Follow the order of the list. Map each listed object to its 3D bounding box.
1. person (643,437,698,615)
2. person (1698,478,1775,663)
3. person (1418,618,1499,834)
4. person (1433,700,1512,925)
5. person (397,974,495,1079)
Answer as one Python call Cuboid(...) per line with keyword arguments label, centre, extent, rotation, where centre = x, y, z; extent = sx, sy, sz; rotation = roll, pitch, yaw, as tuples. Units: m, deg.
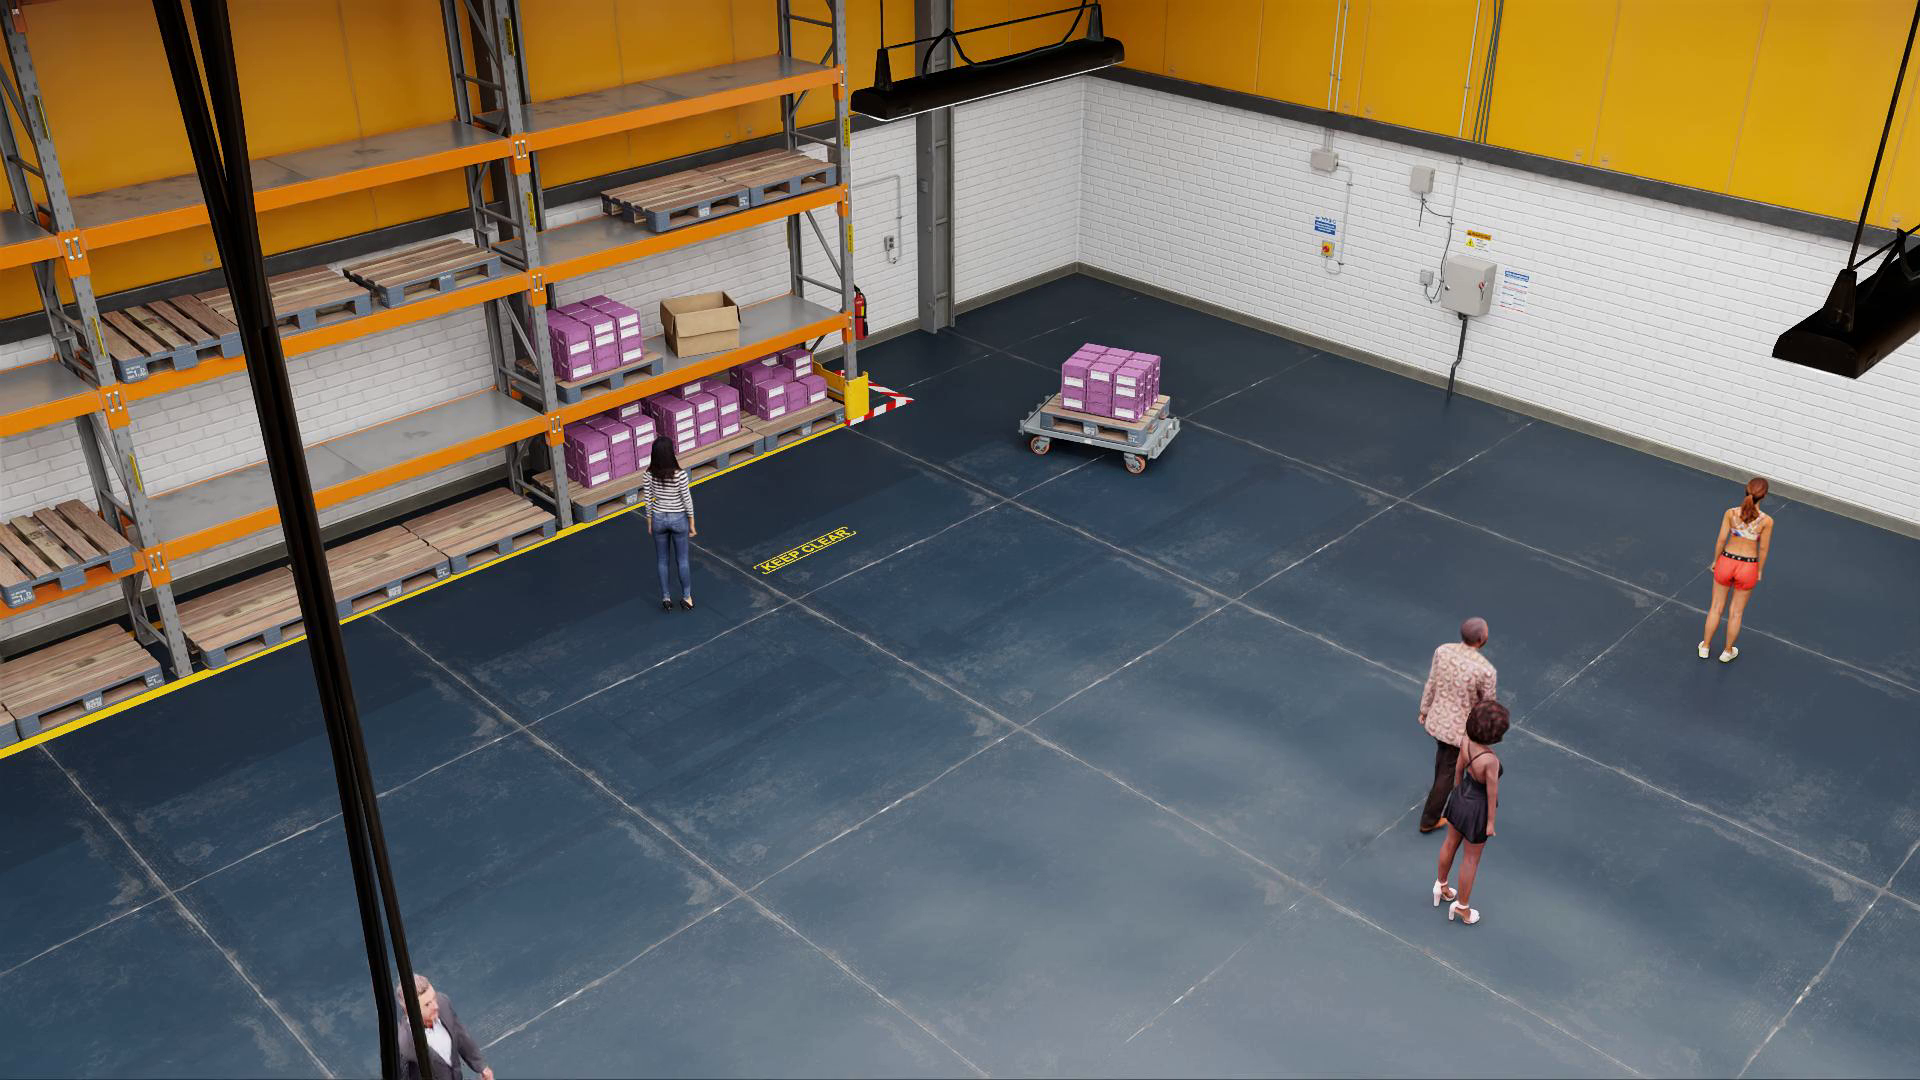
Cuboid(label="person", centre=(-2.696, -0.133, 15.463), extent=(0.652, 1.796, 0.691), rotation=(2, 29, 4))
Cuboid(label="person", centre=(6.882, 0.264, 14.739), extent=(0.626, 1.791, 0.628), rotation=(16, 33, 27))
Cuboid(label="person", centre=(3.686, 1.430, 12.614), extent=(1.025, 1.781, 0.802), rotation=(-18, 33, -29))
Cuboid(label="person", centre=(3.601, 1.911, 11.724), extent=(0.664, 1.788, 0.648), rotation=(-10, 30, -17))
Cuboid(label="person", centre=(-3.039, 3.152, 9.443), extent=(1.191, 1.792, 1.252), rotation=(7, 29, 12))
